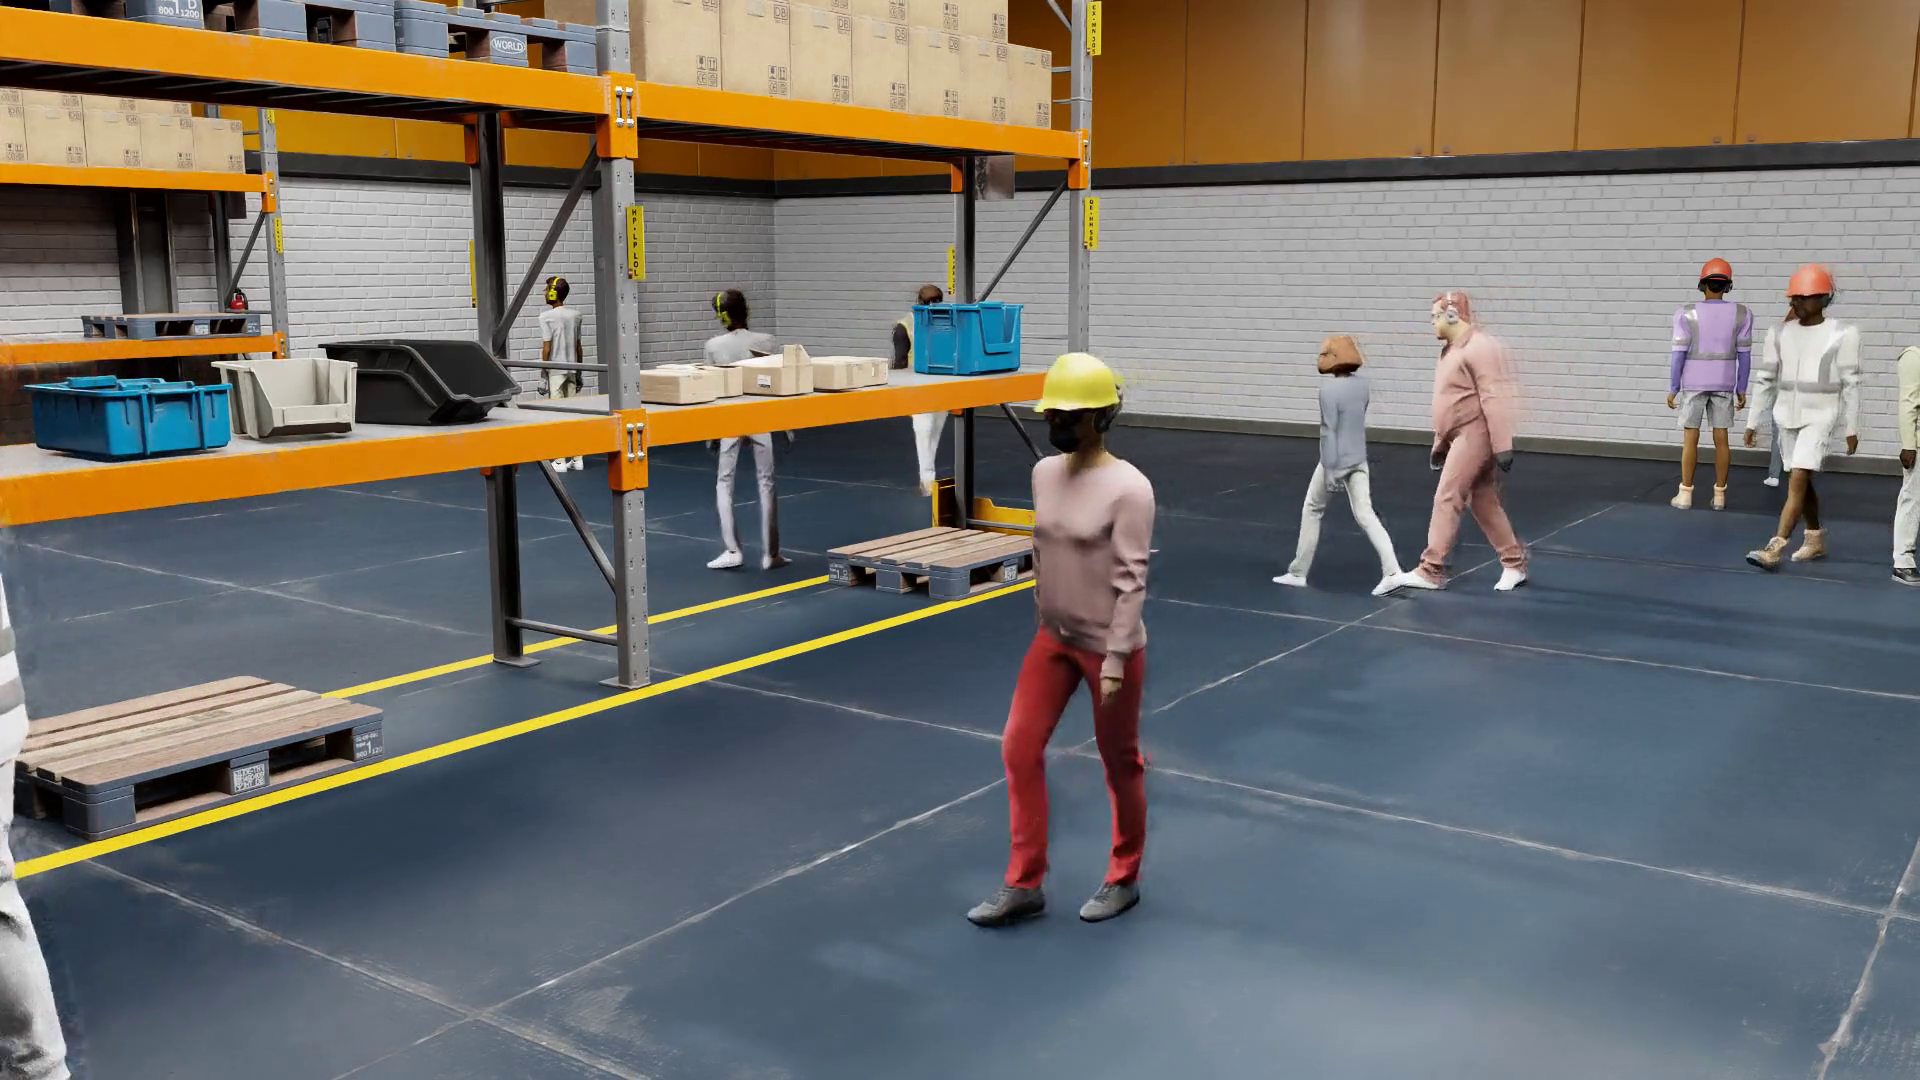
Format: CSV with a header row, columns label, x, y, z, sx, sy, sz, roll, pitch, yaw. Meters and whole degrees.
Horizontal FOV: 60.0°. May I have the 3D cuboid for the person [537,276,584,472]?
label,x,y,z,sx,sy,sz,roll,pitch,yaw
person,-3.844,-1.587,15.982,0.318,1.876,0.531,7,12,35

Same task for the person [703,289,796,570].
label,x,y,z,sx,sy,sz,roll,pitch,yaw
person,-1.383,-0.713,10.915,0.595,1.843,0.355,-1,10,-3

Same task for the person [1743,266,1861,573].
label,x,y,z,sx,sy,sz,roll,pitch,yaw
person,5.507,-0.792,10.925,1.050,1.985,0.642,-6,11,-33

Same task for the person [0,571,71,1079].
label,x,y,z,sx,sy,sz,roll,pitch,yaw
person,-2.333,0.485,3.685,0.603,1.865,0.589,-9,13,-43

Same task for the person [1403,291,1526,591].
label,x,y,z,sx,sy,sz,roll,pitch,yaw
person,3.136,-0.597,10.212,0.843,1.845,0.667,1,10,8

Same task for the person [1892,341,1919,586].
label,x,y,z,sx,sy,sz,roll,pitch,yaw
person,6.121,-0.630,10.399,0.591,1.837,0.403,-4,10,-21

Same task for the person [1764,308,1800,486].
label,x,y,z,sx,sy,sz,roll,pitch,yaw
person,7.468,-1.285,14.906,0.500,1.633,0.279,3,10,16

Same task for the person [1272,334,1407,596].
label,x,y,z,sx,sy,sz,roll,pitch,yaw
person,2.355,-0.456,10.128,0.487,1.593,0.874,-7,12,-37

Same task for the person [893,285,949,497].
label,x,y,z,sx,sy,sz,roll,pitch,yaw
person,-0.194,-1.274,14.332,0.649,1.808,0.859,-6,11,-31

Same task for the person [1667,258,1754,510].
label,x,y,z,sx,sy,sz,roll,pitch,yaw
person,6.086,-1.261,13.542,0.615,2.043,0.373,2,10,10

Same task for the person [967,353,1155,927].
label,x,y,z,sx,sy,sz,roll,pitch,yaw
person,0.311,0.325,4.952,0.709,1.741,0.541,-8,12,-39
